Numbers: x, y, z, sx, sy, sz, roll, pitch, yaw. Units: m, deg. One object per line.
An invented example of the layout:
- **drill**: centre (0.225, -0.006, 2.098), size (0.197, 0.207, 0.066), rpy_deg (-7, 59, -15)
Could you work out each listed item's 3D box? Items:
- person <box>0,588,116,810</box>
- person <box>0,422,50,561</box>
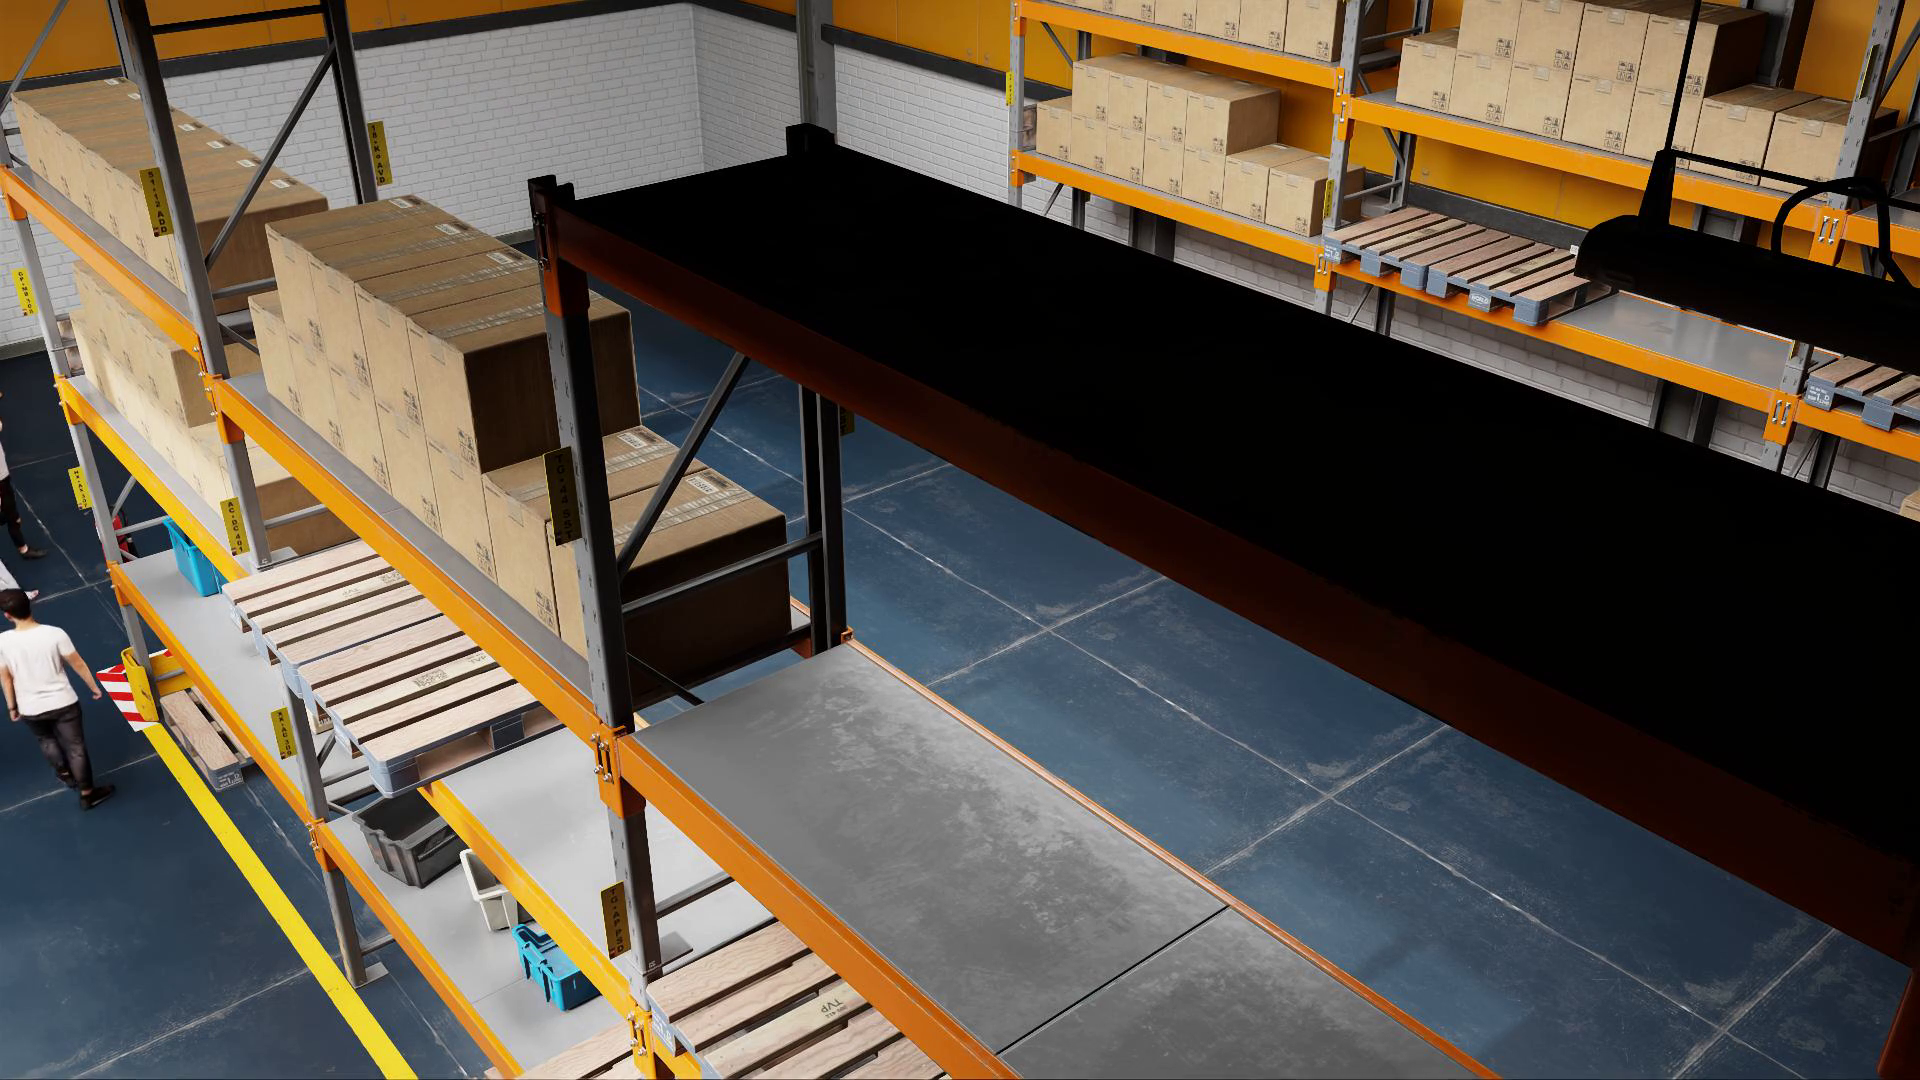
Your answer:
- **person**: centre (-6.363, 1.143, 11.565), size (0.872, 1.697, 0.924), rpy_deg (-6, 29, -11)
- **person**: centre (-8.599, -0.453, 14.730), size (0.827, 1.468, 0.872), rpy_deg (-7, 29, -13)
